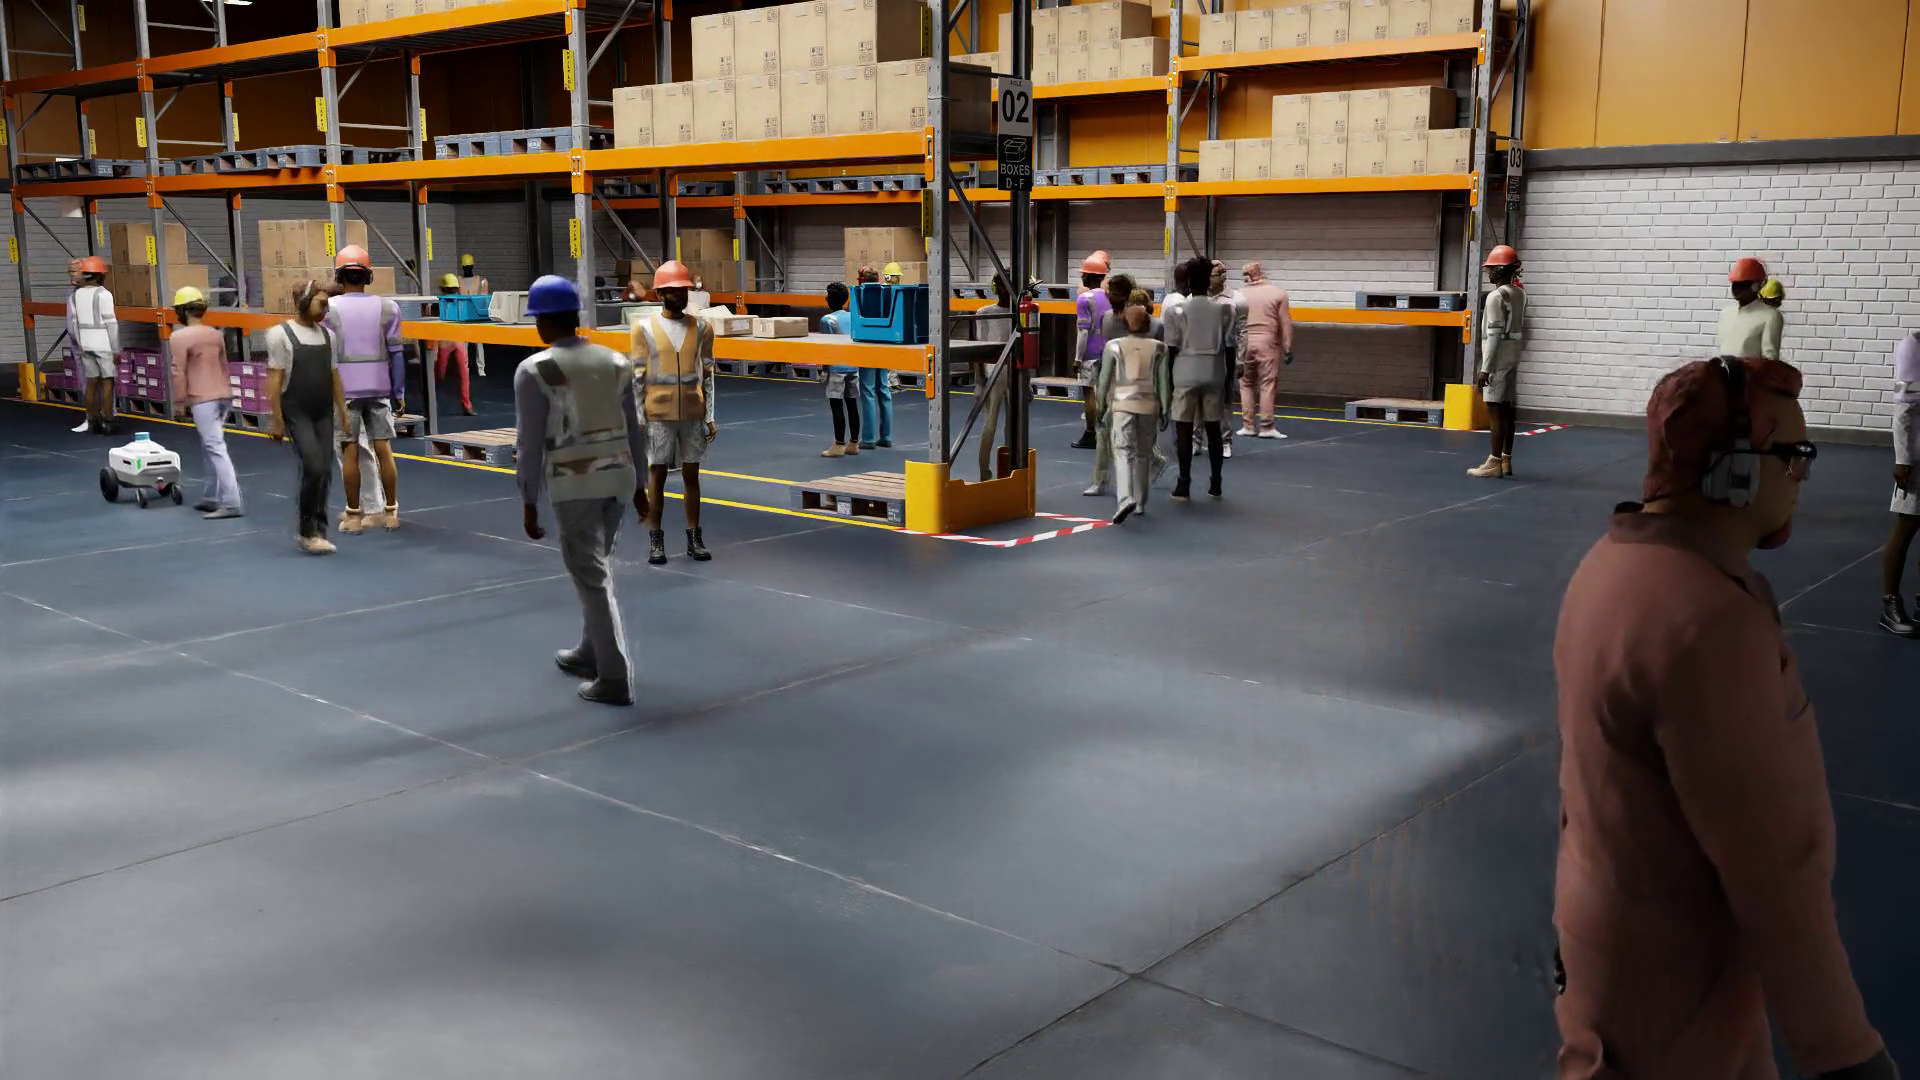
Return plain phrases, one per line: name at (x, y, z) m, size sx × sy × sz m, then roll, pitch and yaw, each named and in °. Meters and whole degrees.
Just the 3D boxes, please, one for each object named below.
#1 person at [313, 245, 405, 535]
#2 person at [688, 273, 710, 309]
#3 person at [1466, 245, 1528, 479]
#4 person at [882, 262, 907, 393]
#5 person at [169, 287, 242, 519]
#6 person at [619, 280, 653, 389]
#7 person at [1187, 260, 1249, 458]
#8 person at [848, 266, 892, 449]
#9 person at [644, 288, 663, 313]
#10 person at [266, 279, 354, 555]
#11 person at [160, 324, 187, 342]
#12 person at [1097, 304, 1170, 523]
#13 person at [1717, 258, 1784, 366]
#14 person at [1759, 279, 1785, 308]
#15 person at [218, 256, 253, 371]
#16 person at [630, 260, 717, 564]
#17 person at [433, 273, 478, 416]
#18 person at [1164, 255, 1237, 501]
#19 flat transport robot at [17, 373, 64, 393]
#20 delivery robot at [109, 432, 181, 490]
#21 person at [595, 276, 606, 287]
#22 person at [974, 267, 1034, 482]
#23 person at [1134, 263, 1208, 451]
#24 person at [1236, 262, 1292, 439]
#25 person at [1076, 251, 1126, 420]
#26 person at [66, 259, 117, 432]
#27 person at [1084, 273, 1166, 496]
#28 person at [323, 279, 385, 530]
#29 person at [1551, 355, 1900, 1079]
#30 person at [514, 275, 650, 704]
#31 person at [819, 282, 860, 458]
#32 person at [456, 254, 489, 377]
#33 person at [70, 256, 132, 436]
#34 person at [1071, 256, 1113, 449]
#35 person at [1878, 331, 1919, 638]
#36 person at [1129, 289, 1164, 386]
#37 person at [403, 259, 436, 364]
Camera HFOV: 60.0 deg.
person at (-4.251, -1.055, 11.783) m, size 0.616 × 2.041 × 0.378 m, roll -6°, pitch 12°, yaw -32°
person at (-4.087, -3.323, 25.851) m, size 0.497 × 1.636 × 0.284 m, roll -8°, pitch 13°, yaw -38°
person at (4.737, -1.562, 14.666) m, size 0.375 × 2.044 × 0.607 m, roll 8°, pitch 13°, yaw 38°
person at (-0.951, -2.961, 23.272) m, size 0.403 × 1.824 × 0.586 m, roll 4°, pitch 11°, yaw 21°
person at (-5.691, -1.028, 12.534) m, size 0.601 × 1.730 × 0.536 m, roll 2°, pitch 10°, yaw 11°
person at (-4.111, -2.525, 21.350) m, size 0.510 × 1.615 × 0.611 m, roll 4°, pitch 11°, yaw 23°
person at (2.439, -1.738, 16.063) m, size 0.652 × 1.904 × 0.404 m, roll 4°, pitch 11°, yaw 21°
person at (-0.886, -1.830, 16.753) m, size 0.392 × 1.846 × 0.564 m, roll 10°, pitch 14°, yaw 43°
person at (-3.493, -2.215, 19.652) m, size 0.521 × 1.599 × 0.821 m, roll -4°, pitch 11°, yaw -22°
person at (-4.225, -0.794, 10.932) m, size 0.500 × 1.817 × 0.535 m, roll 6°, pitch 12°, yaw 30°
person at (-10.750, -2.854, 22.900) m, size 0.610 × 1.725 × 0.500 m, roll 8°, pitch 13°, yaw 39°
person at (1.307, -0.943, 12.382) m, size 0.539 × 1.610 × 0.735 m, roll -1°, pitch 10°, yaw -3°
person at (5.861, -1.141, 12.553) m, size 1.008 × 1.937 × 0.642 m, roll -4°, pitch 11°, yaw -21°
person at (8.000, -1.749, 16.654) m, size 0.468 × 1.721 × 0.666 m, roll 8°, pitch 13°, yaw 38°
person at (-11.884, -3.704, 27.258) m, size 0.591 × 1.911 × 0.520 m, roll 0°, pitch 10°, yaw 0°
person at (-1.834, -0.818, 10.719) m, size 0.547 × 1.942 × 0.344 m, roll -4°, pitch 11°, yaw -22°
person at (-6.231, -2.369, 20.171) m, size 0.865 × 1.733 × 0.534 m, roll 9°, pitch 13°, yaw 41°
person at (1.910, -1.288, 13.330) m, size 0.612 × 1.962 × 0.367 m, roll -1°, pitch 10°, yaw -7°
flat transport robot at (-12.811, -2.232, 23.527) m, size 0.652 × 0.197 × 1.431 m, roll -3°, pitch 10°, yaw -17°
delivery robot at (-6.493, -0.614, 13.240) m, size 0.477 × 0.478 × 0.707 m, roll -9°, pitch 14°, yaw -43°
person at (-4.837, -2.686, 22.207) m, size 0.540 × 1.652 × 0.901 m, roll -2°, pitch 10°, yaw -13°
person at (0.363, -1.291, 13.634) m, size 0.534 × 1.864 × 0.310 m, roll -5°, pitch 11°, yaw -25°
person at (2.076, -1.811, 16.537) m, size 0.739 × 1.888 × 0.611 m, roll -1°, pitch 10°, yaw -3°
person at (3.192, -2.021, 17.799) m, size 0.717 × 1.871 × 0.494 m, roll 4°, pitch 11°, yaw 22°
person at (1.659, -2.402, 19.614) m, size 0.608 × 1.986 × 0.391 m, roll -3°, pitch 10°, yaw -15°
person at (-9.532, -2.112, 18.188) m, size 0.645 × 1.907 × 0.400 m, roll 6°, pitch 12°, yaw 30°
person at (1.359, -1.285, 13.708) m, size 0.557 × 1.837 × 0.766 m, roll 10°, pitch 14°, yaw 44°
person at (-4.455, -0.992, 12.142) m, size 0.505 × 1.801 × 0.692 m, roll -2°, pitch 10°, yaw -9°
person at (1.171, 0.652, 2.583) m, size 0.773 × 1.880 × 0.649 m, roll 3°, pitch 10°, yaw 14°
person at (-1.744, -0.234, 7.526) m, size 0.824 × 1.898 × 0.622 m, roll 7°, pitch 12°, yaw 37°
person at (-1.165, -1.642, 16.108) m, size 0.322 × 1.697 × 0.533 m, roll 7°, pitch 12°, yaw 35°
person at (-7.718, -3.531, 26.207) m, size 0.589 × 1.927 × 0.368 m, roll -3°, pitch 10°, yaw -14°
person at (-9.296, -2.092, 17.986) m, size 0.552 × 1.935 × 0.373 m, roll 4°, pitch 11°, yaw 21°
person at (1.348, -1.889, 16.814) m, size 0.551 × 1.941 × 0.342 m, roll -9°, pitch 14°, yaw -43°
person at (5.113, -0.449, 8.662) m, size 0.542 × 1.928 × 0.374 m, roll -3°, pitch 10°, yaw -16°
person at (1.709, -1.571, 15.883) m, size 0.508 × 1.632 × 0.270 m, roll -2°, pitch 10°, yaw -10°
person at (-9.414, -3.954, 28.923) m, size 0.534 × 1.822 × 0.559 m, roll 1°, pitch 10°, yaw 5°
